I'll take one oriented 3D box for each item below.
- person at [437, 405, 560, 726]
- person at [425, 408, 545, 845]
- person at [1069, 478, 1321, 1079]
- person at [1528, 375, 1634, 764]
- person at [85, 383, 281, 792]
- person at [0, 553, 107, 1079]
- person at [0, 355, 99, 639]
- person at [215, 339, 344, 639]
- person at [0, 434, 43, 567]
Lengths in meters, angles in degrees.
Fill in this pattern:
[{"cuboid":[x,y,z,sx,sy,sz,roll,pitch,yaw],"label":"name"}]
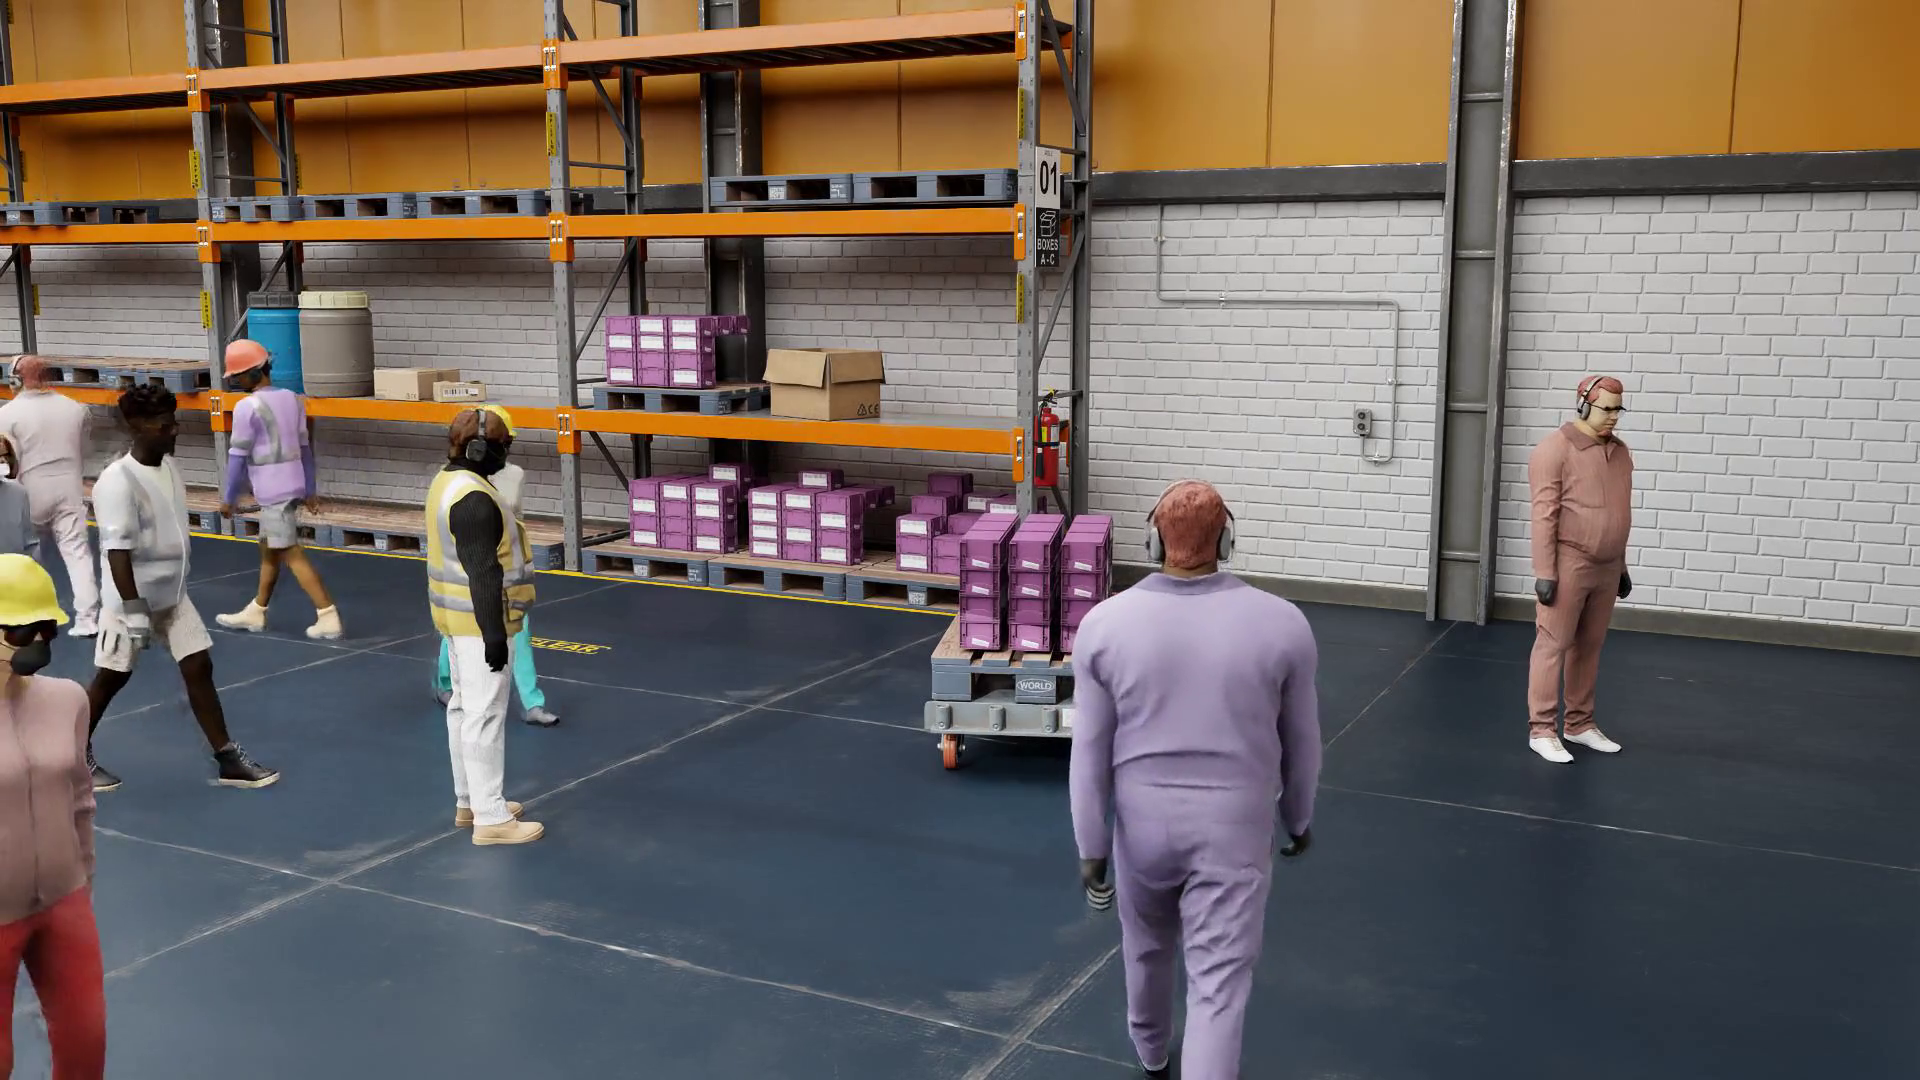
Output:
[{"cuboid":[-2.528,0.129,8.871,0.933,1.714,0.509,8,12,40],"label":"person"},{"cuboid":[-2.018,0.361,7.053,0.429,1.840,0.624,-5,10,-28],"label":"person"},{"cuboid":[0.648,0.757,4.559,0.647,1.856,0.998,2,9,13],"label":"person"},{"cuboid":[3.091,0.139,8.221,0.639,1.903,0.406,-5,11,-30],"label":"person"},{"cuboid":[-3.748,0.233,7.634,1.019,1.914,0.617,1,9,6],"label":"person"},{"cuboid":[-2.371,0.886,4.079,0.624,1.744,0.535,4,10,23],"label":"person"},{"cuboid":[-6.077,-0.282,10.957,0.980,1.858,0.650,6,11,31],"label":"person"},{"cuboid":[-4.464,-0.310,10.814,0.925,1.979,0.615,1,9,4],"label":"person"},{"cuboid":[-4.807,0.259,8.351,0.337,1.621,0.500,2,9,10],"label":"person"}]
